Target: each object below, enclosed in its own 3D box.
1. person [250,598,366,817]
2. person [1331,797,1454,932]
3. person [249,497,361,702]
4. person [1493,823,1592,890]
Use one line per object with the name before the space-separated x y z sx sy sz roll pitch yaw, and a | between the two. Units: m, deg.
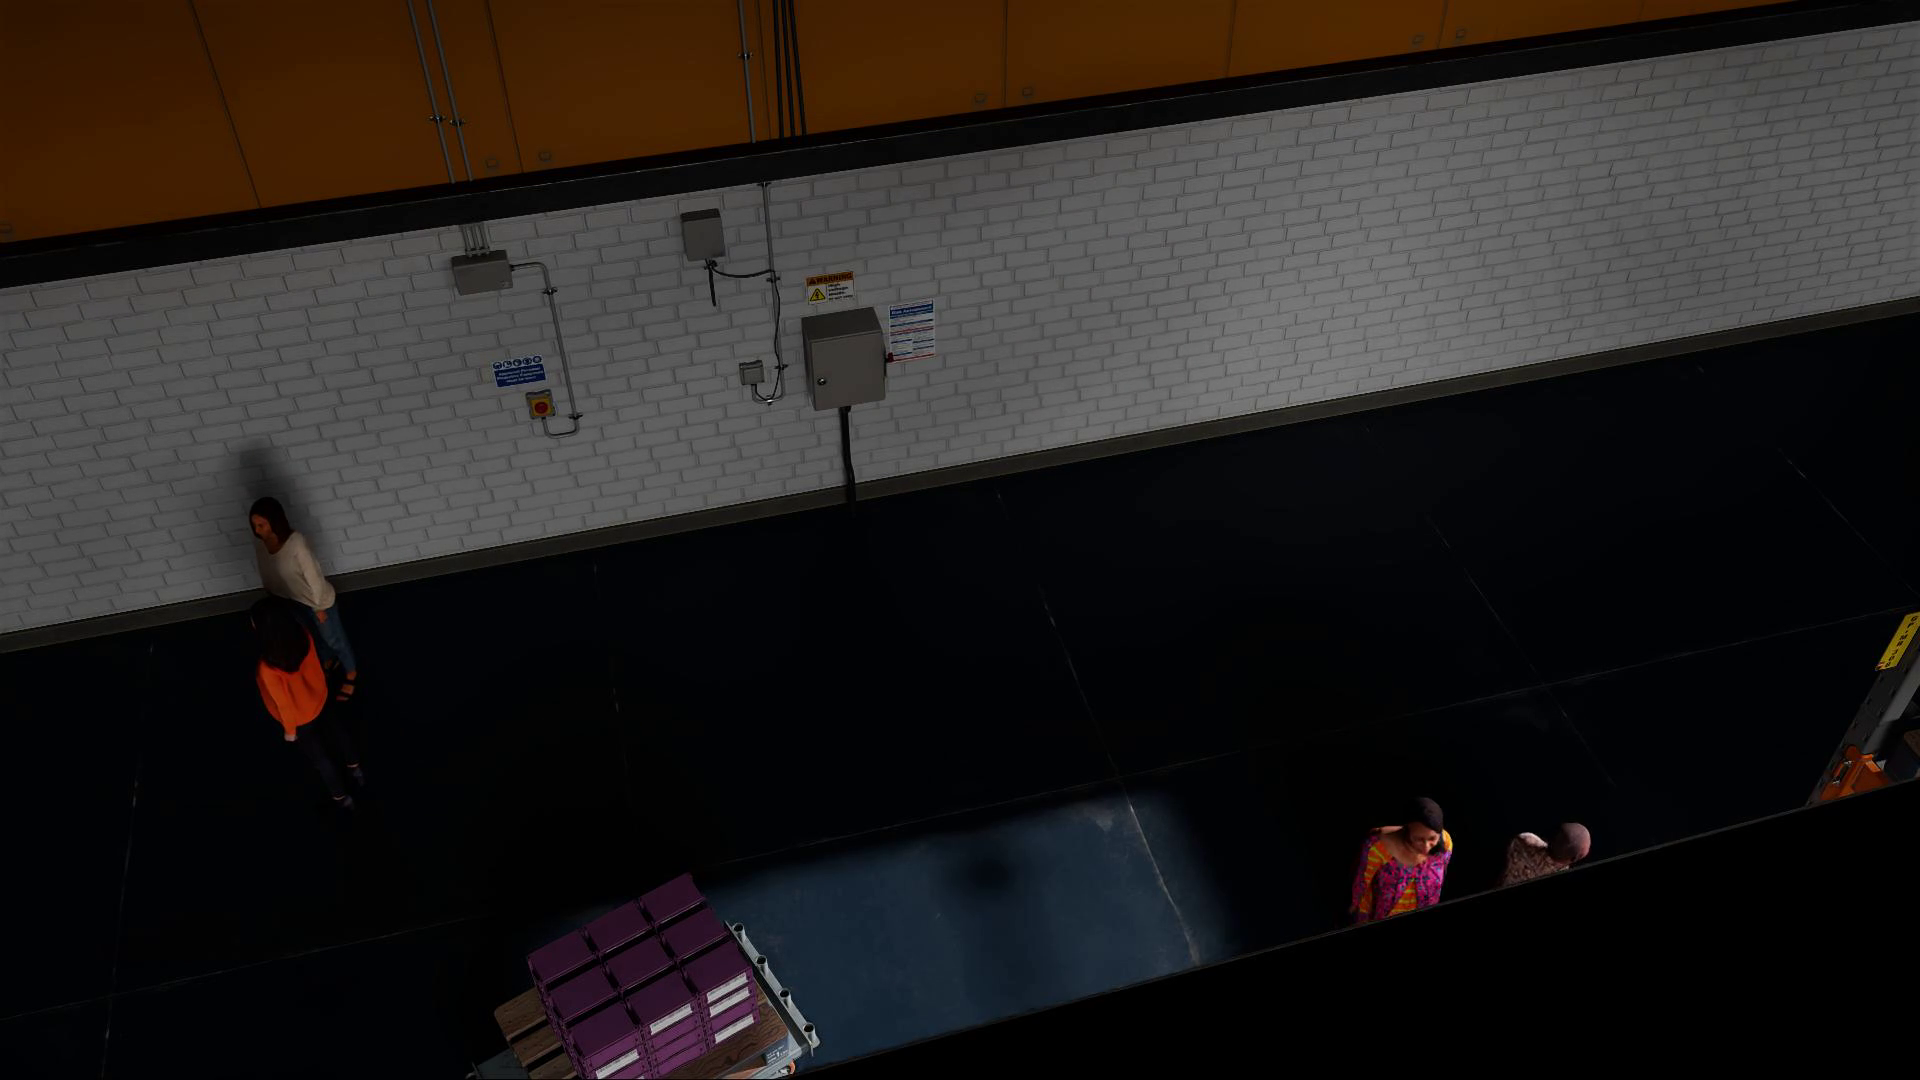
person | -3.850 0.976 9.795 0.756 1.749 0.625 5 44 6
person | 2.323 1.889 8.902 0.713 1.658 0.911 -4 44 -5
person | -4.129 0.350 10.504 0.705 1.677 0.741 16 46 16
person | 2.867 2.060 8.629 0.915 1.787 0.977 -21 48 -21
